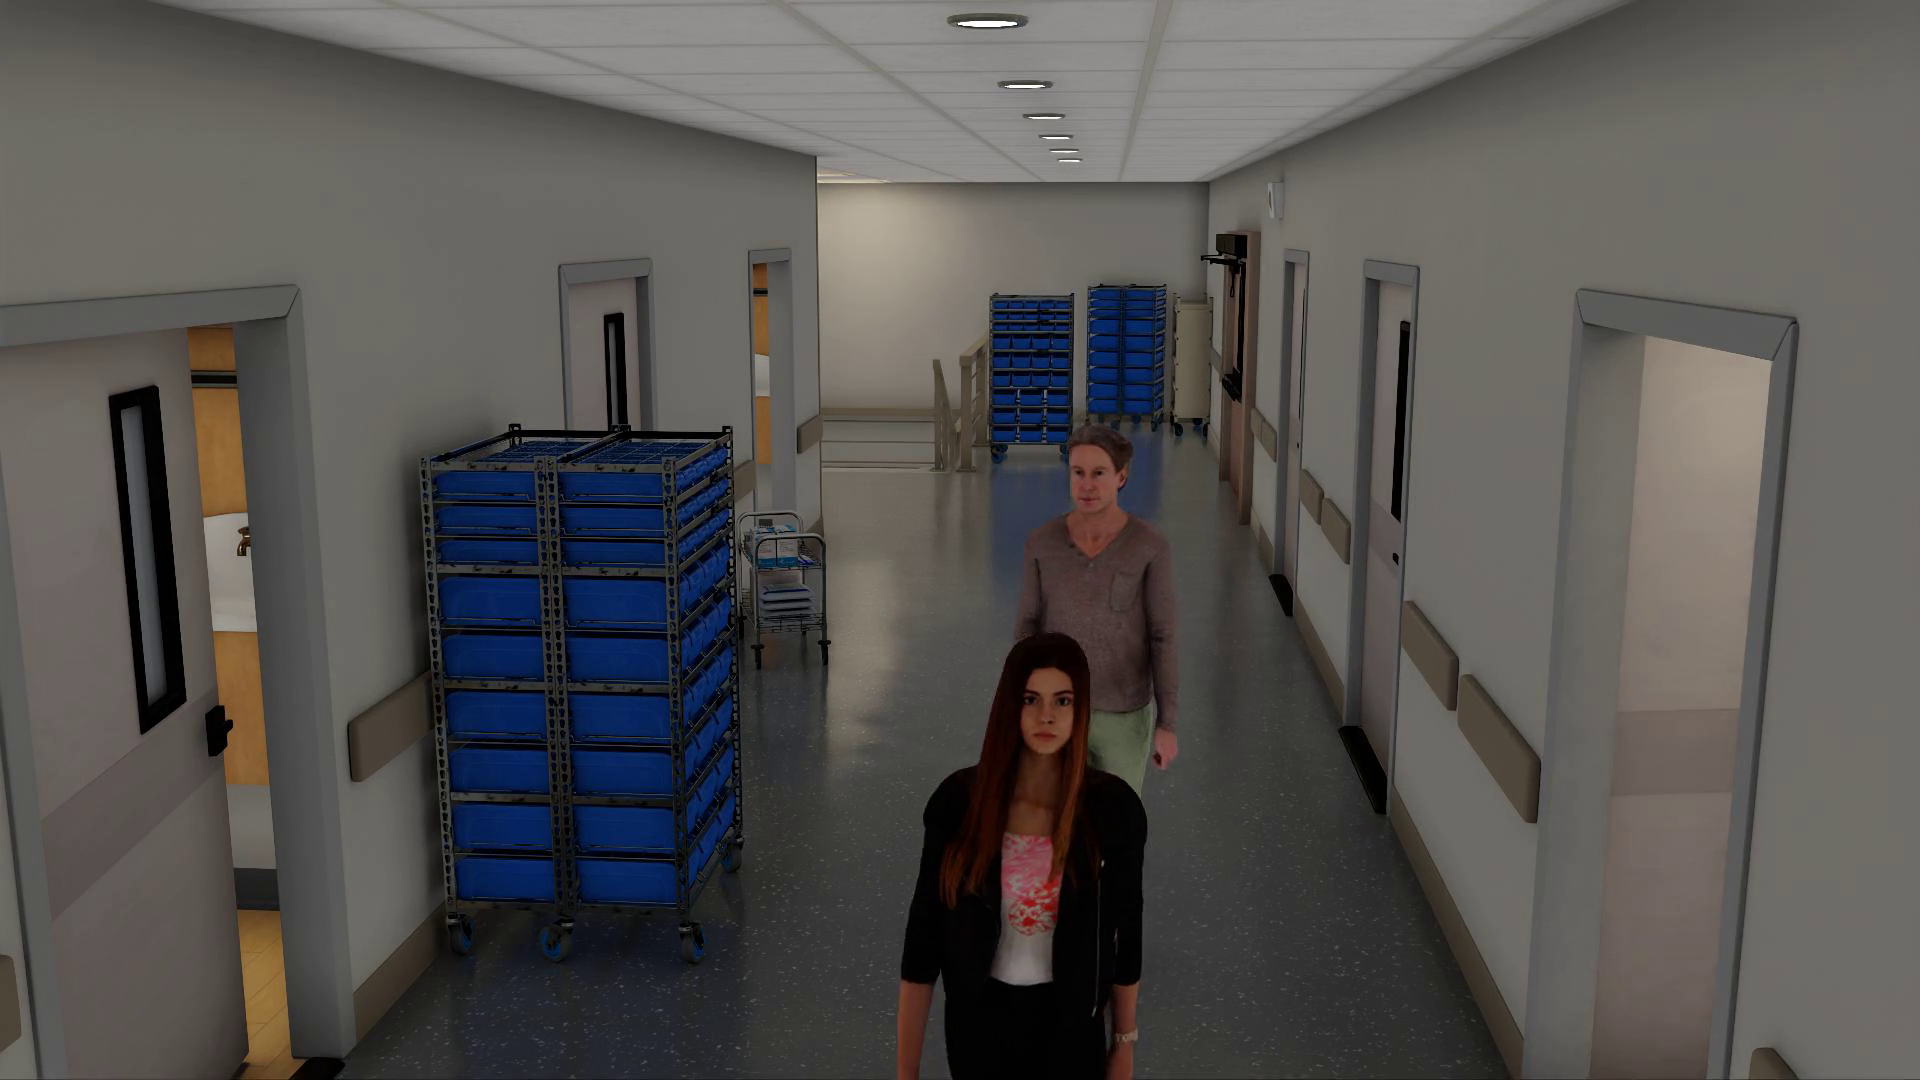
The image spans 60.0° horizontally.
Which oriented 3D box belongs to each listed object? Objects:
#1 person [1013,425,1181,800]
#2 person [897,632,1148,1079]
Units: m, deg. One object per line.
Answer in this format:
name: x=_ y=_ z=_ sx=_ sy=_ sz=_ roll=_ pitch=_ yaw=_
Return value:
person: x=0.446 y=0.557 z=5.349 sx=0.785 sy=1.849 sz=1.076 roll=2 pitch=11 yaw=12
person: x=0.150 y=1.012 z=3.454 sx=0.739 sy=1.660 sz=1.212 roll=3 pitch=11 yaw=14
